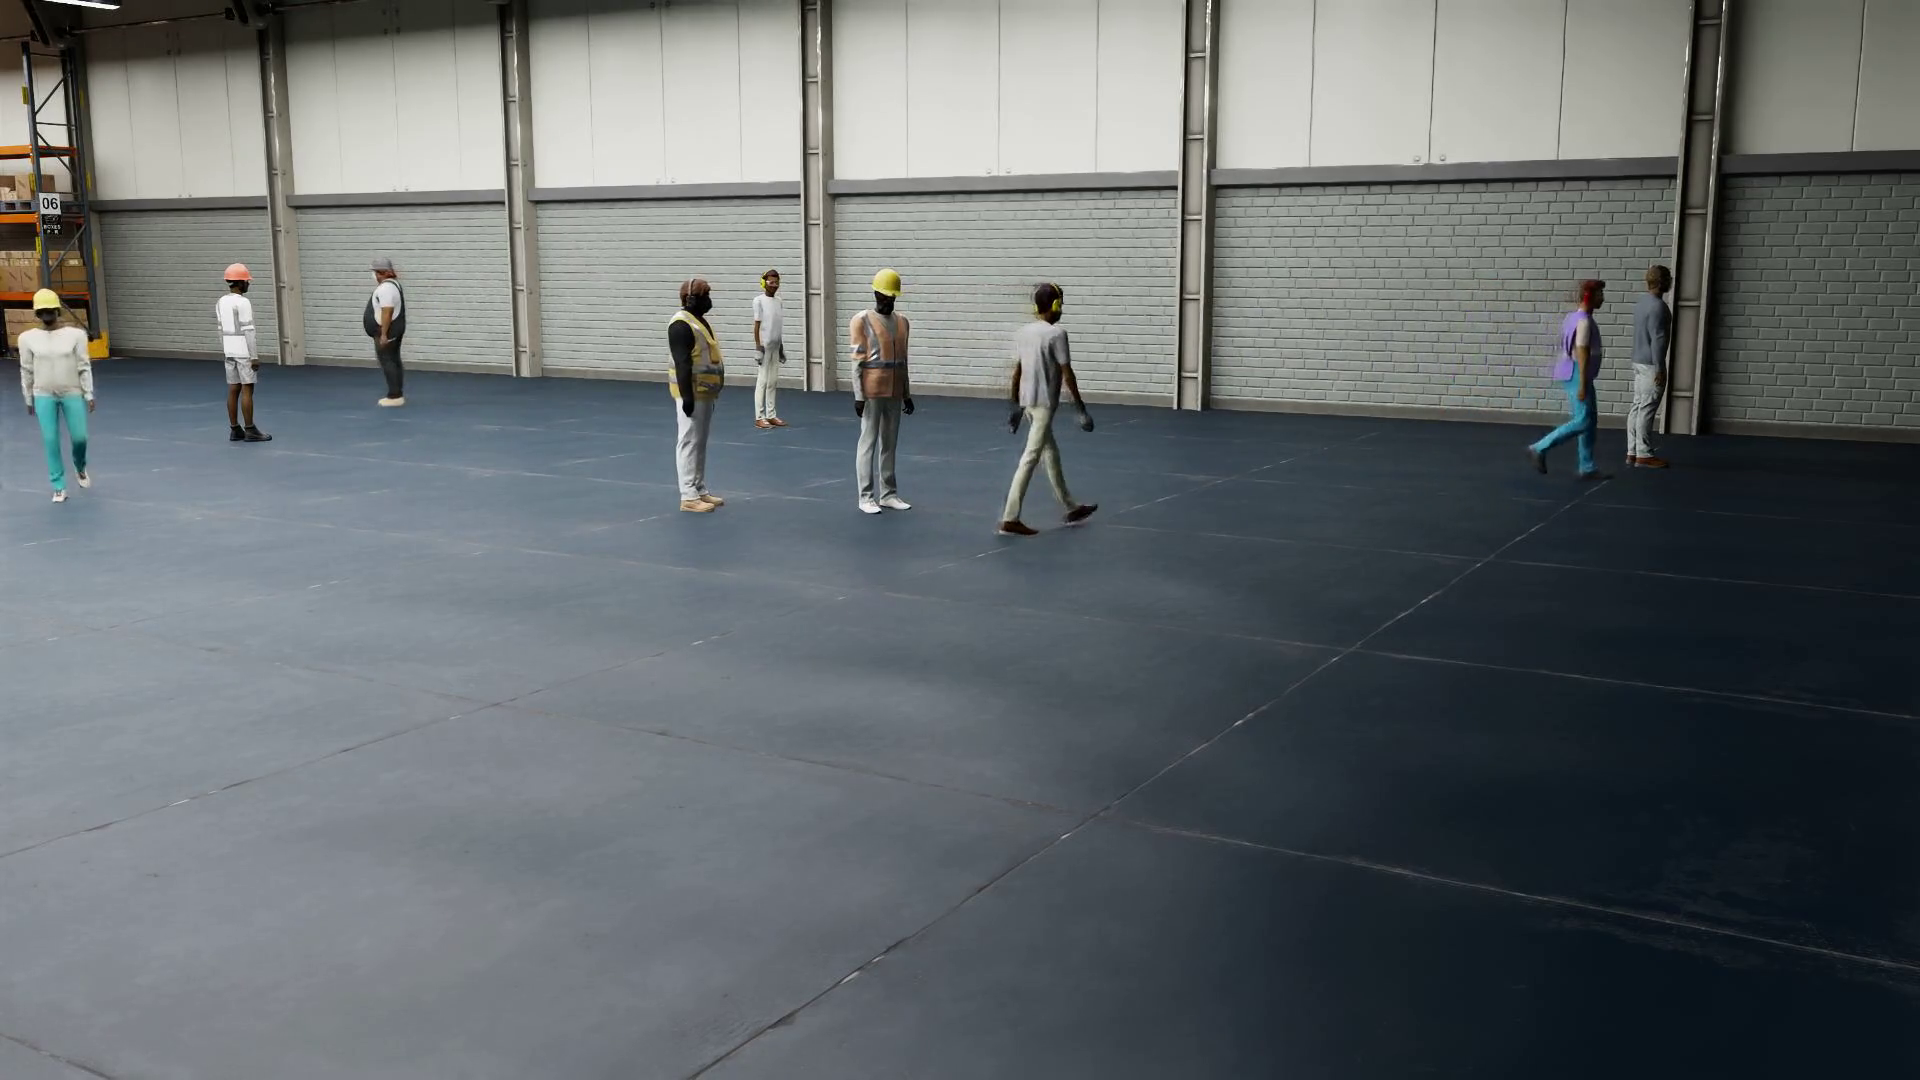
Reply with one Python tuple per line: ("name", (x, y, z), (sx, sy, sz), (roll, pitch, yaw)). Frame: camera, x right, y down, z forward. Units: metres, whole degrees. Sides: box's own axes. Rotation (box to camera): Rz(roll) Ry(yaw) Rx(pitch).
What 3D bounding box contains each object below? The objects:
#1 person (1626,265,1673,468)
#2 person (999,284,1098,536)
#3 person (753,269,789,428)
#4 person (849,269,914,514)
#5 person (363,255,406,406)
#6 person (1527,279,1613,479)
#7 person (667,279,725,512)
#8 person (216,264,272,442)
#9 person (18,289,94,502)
("person", (6.651, -1.667, 15.995), (0.358, 1.939, 0.636), (1, 10, 7))
("person", (0.680, -0.949, 12.160), (1.005, 1.808, 0.579), (-6, 11, -32))
("person", (-2.237, -2.257, 19.672), (0.333, 1.866, 0.515), (6, 11, 31))
("person", (-0.601, -1.172, 13.162), (0.585, 1.917, 0.382), (-9, 13, -43))
("person", (-7.793, -2.832, 22.521), (0.536, 2.000, 0.688), (-1, 10, -6))
("person", (5.584, -1.451, 15.075), (0.669, 1.825, 0.568), (3, 10, 18))
("person", (-2.091, -1.152, 13.267), (0.429, 1.845, 0.620), (1, 10, 7))
("person", (-7.838, -2.036, 18.157), (0.543, 1.939, 0.360), (6, 12, 33))
("person", (-7.476, -1.198, 13.785), (0.535, 1.759, 0.468), (-4, 11, -24))
